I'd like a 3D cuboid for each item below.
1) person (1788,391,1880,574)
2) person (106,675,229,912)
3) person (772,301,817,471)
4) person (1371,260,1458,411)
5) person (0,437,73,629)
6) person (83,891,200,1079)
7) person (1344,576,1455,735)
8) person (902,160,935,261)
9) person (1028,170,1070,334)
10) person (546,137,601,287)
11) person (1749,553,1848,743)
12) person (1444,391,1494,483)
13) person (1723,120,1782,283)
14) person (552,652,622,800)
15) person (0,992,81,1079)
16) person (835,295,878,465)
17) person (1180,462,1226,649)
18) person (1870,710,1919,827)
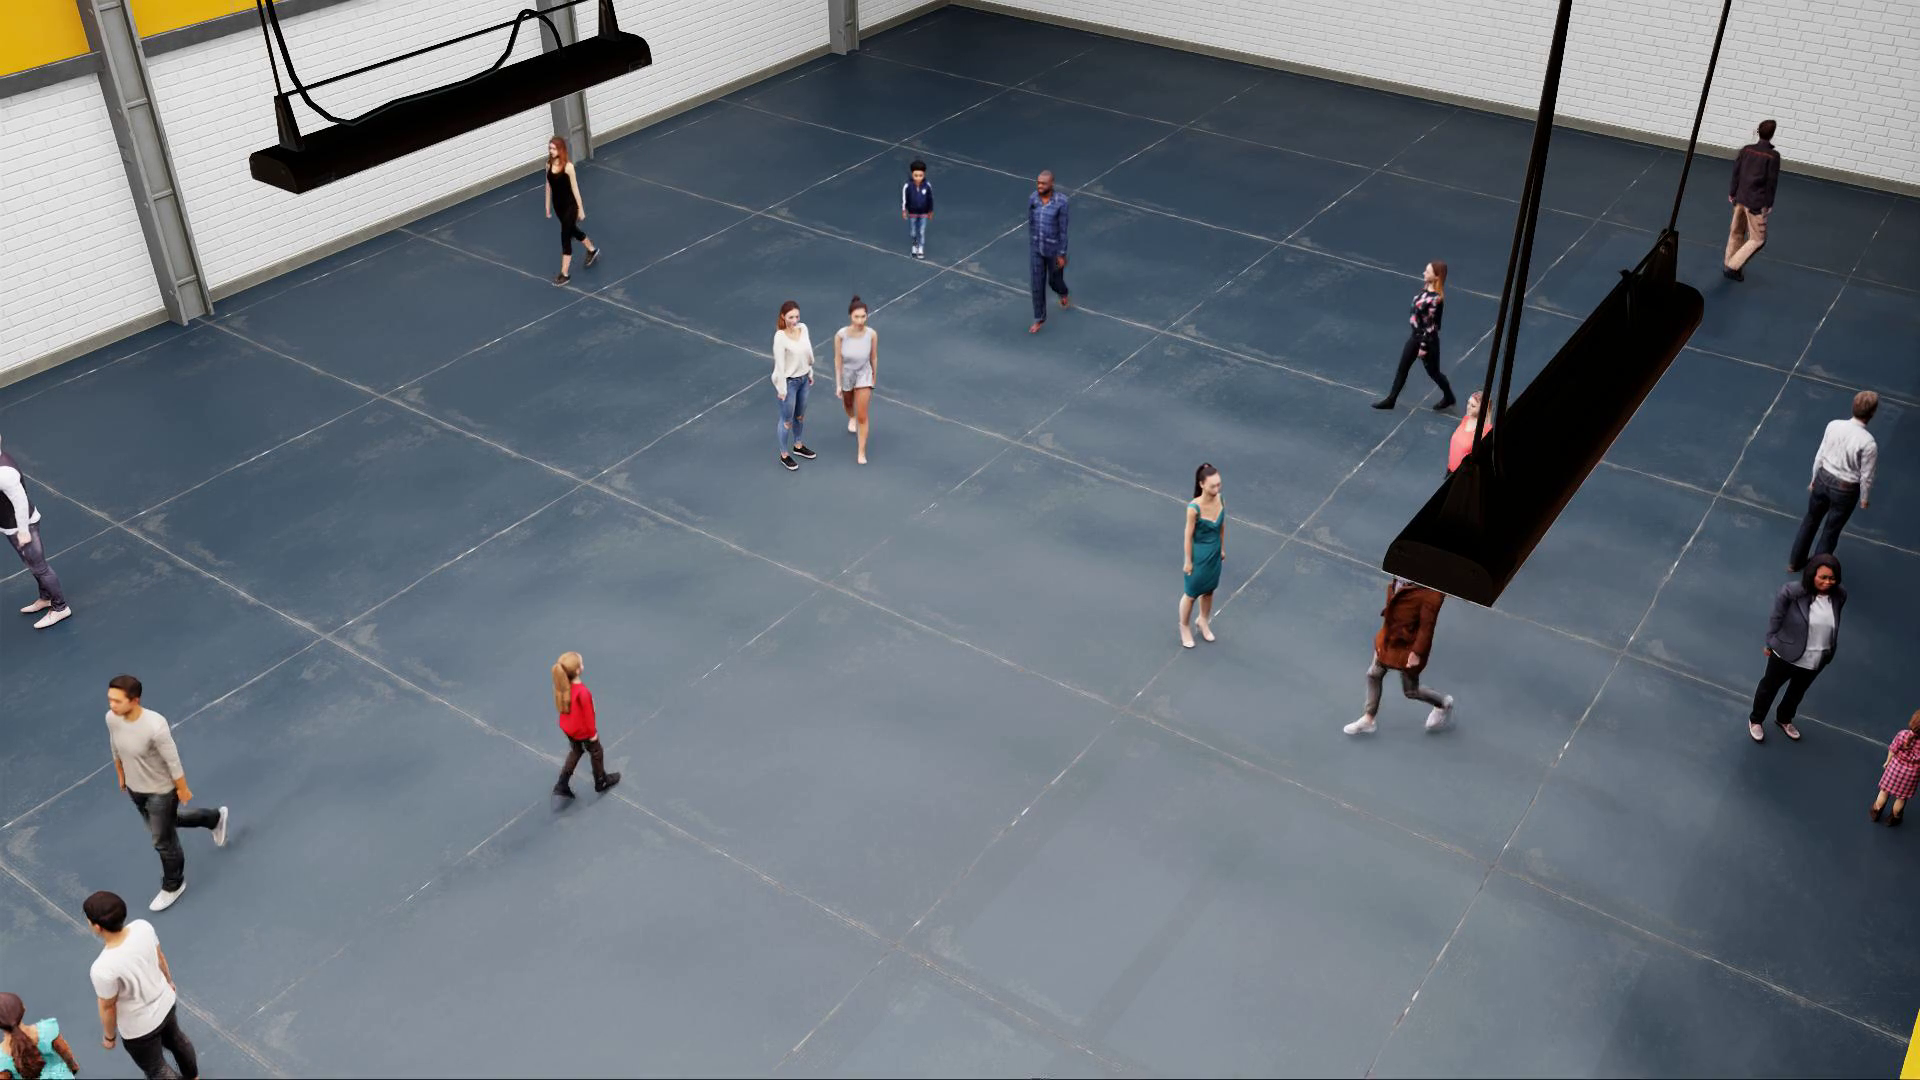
[{"bbox_3d":[7.458,-0.443,14.137,0.748,1.819,0.751,-16,37,-22],"label":"person"},{"bbox_3d":[-5.322,1.579,11.116,0.765,1.794,1.065,14,36,20],"label":"person"},{"bbox_3d":[-1.589,-1.497,15.837,0.687,1.692,0.491,23,40,31],"label":"person"},{"bbox_3d":[4.732,-1.993,16.625,1.088,1.645,1.090,-2,34,-3],"label":"person"},{"bbox_3d":[-7.731,-0.125,13.654,0.673,1.823,0.743,-26,42,-34],"label":"person"},{"bbox_3d":[-4.666,2.691,9.513,0.782,1.718,0.647,3,34,5],"label":"person"},{"bbox_3d":[3.388,0.738,12.366,1.198,1.812,1.056,-12,35,-17],"label":"person"},{"bbox_3d":[-0.503,-4.001,20.031,0.605,1.218,0.651,-2,34,-3],"label":"person"},{"bbox_3d":[1.002,-3.208,18.318,0.766,1.795,1.043,15,37,22],"label":"person"},{"bbox_3d":[-4.540,-3.898,19.454,0.631,1.686,1.153,19,38,26],"label":"person"},{"bbox_3d":[6.294,0.806,12.458,0.803,1.597,0.849,-2,34,-2],"label":"person"},{"bbox_3d":[4.446,-0.518,14.373,1.010,1.681,0.910,-9,35,-14],"label":"person"},{"bbox_3d":[9.125,-3.893,19.239,0.974,1.916,0.907,-20,39,-28],"label":"person"},{"bbox_3d":[-2.773,1.357,11.921,0.541,1.273,0.772,25,41,32],"label":"person"},{"bbox_3d":[-4.974,3.066,9.100,0.673,1.550,0.694,-27,42,-35],"label":"person"},{"bbox_3d":[-1.018,-1.605,16.104,0.989,1.575,1.134,0,34,0],"label":"person"},{"bbox_3d":[1.949,0.128,13.395,0.522,1.688,0.666,-21,39,-28],"label":"person"},{"bbox_3d":[6.691,1.604,11.776,0.425,1.022,0.440,23,40,30],"label":"person"}]
